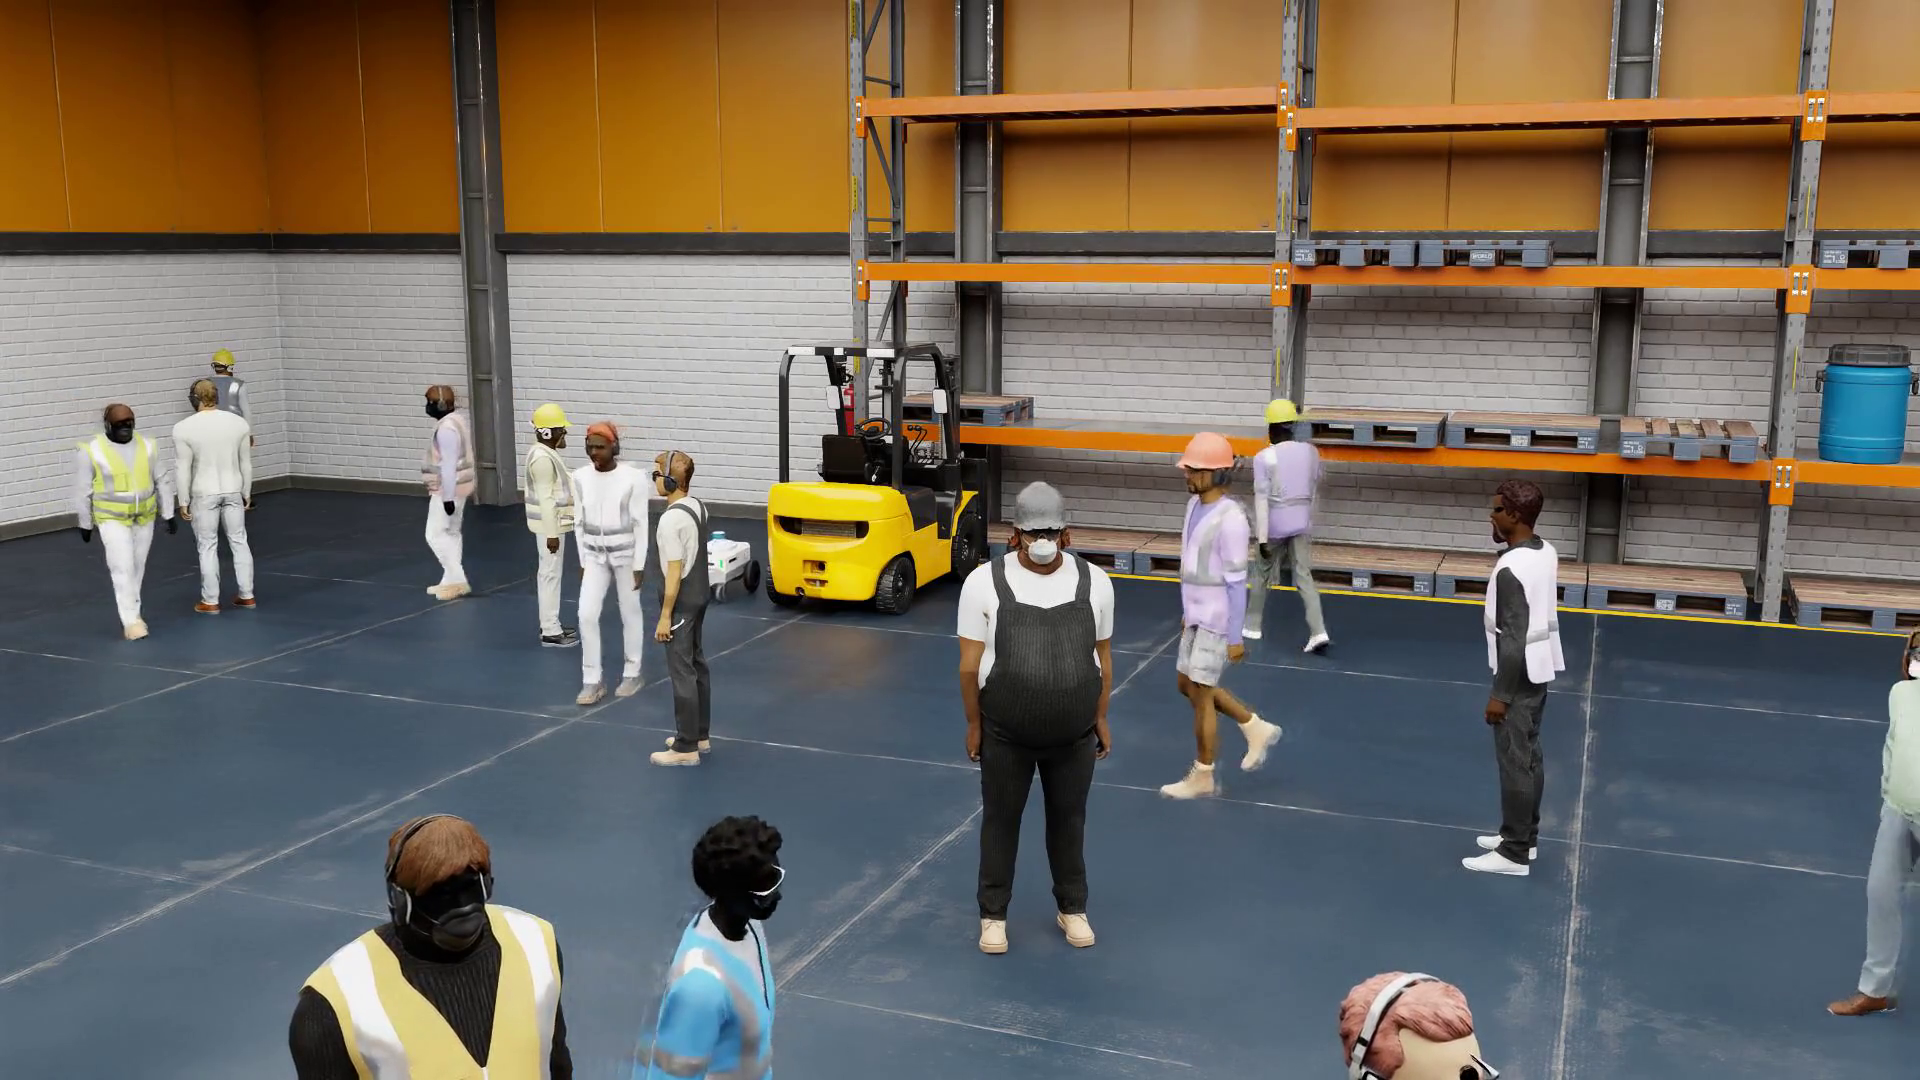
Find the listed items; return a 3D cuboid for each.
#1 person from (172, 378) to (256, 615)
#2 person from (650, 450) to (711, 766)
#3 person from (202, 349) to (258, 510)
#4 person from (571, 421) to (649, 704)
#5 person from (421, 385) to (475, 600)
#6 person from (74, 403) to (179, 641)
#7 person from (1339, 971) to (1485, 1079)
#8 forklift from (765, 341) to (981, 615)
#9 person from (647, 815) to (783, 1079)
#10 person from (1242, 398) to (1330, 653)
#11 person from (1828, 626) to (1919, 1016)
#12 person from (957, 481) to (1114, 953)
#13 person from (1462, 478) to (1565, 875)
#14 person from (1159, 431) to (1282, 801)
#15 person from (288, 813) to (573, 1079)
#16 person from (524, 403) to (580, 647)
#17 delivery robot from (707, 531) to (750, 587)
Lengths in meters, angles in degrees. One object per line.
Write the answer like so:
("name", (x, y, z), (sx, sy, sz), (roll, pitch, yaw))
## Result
("person", (-6.105, -0.356, 13.633), (0.374, 1.933, 0.631), (9, 14, 42))
("person", (-1.632, 0.393, 9.673), (0.345, 1.846, 0.508), (2, 10, 9))
("person", (-8.270, -1.236, 18.785), (0.599, 1.830, 0.403), (0, 10, 1))
("person", (-2.324, 0.162, 10.932), (0.580, 1.858, 0.751), (2, 10, 11))
("person", (-4.376, -0.411, 14.207), (0.449, 1.836, 0.662), (-1, 10, -8))
("person", (-6.371, -0.147, 12.805), (0.845, 1.803, 0.632), (8, 13, 38))
("person", (0.705, 1.611, 2.719), (0.641, 1.908, 0.407), (-8, 13, -39))
("forklift", (-0.739, -0.602, 14.246), (1.214, 2.155, 2.313), (4, 11, 21))
("person", (-0.669, 1.471, 4.256), (0.905, 1.642, 0.574), (0, 10, 0))
("person", (2.438, -0.112, 12.396), (0.589, 1.886, 0.970), (-4, 11, -21))
("person", (3.827, 1.090, 6.468), (0.715, 1.609, 0.504), (-2, 10, -12))
("person", (0.346, 0.757, 7.103), (0.685, 2.000, 0.538), (-2, 10, -9))
("person", (2.680, 0.658, 7.994), (0.393, 1.920, 0.587), (6, 12, 32))
("person", (1.438, 0.411, 9.047), (0.643, 2.031, 0.610), (-2, 10, -11))
("person", (-1.090, 1.482, 3.620), (0.621, 1.845, 0.429), (-10, 14, -44))
("person", (-3.066, -0.115, 12.542), (0.404, 1.830, 0.603), (-3, 10, -14))
("delivery robot", (-2.062, 0.171, 14.248), (0.477, 0.478, 0.707), (2, 10, 13))
